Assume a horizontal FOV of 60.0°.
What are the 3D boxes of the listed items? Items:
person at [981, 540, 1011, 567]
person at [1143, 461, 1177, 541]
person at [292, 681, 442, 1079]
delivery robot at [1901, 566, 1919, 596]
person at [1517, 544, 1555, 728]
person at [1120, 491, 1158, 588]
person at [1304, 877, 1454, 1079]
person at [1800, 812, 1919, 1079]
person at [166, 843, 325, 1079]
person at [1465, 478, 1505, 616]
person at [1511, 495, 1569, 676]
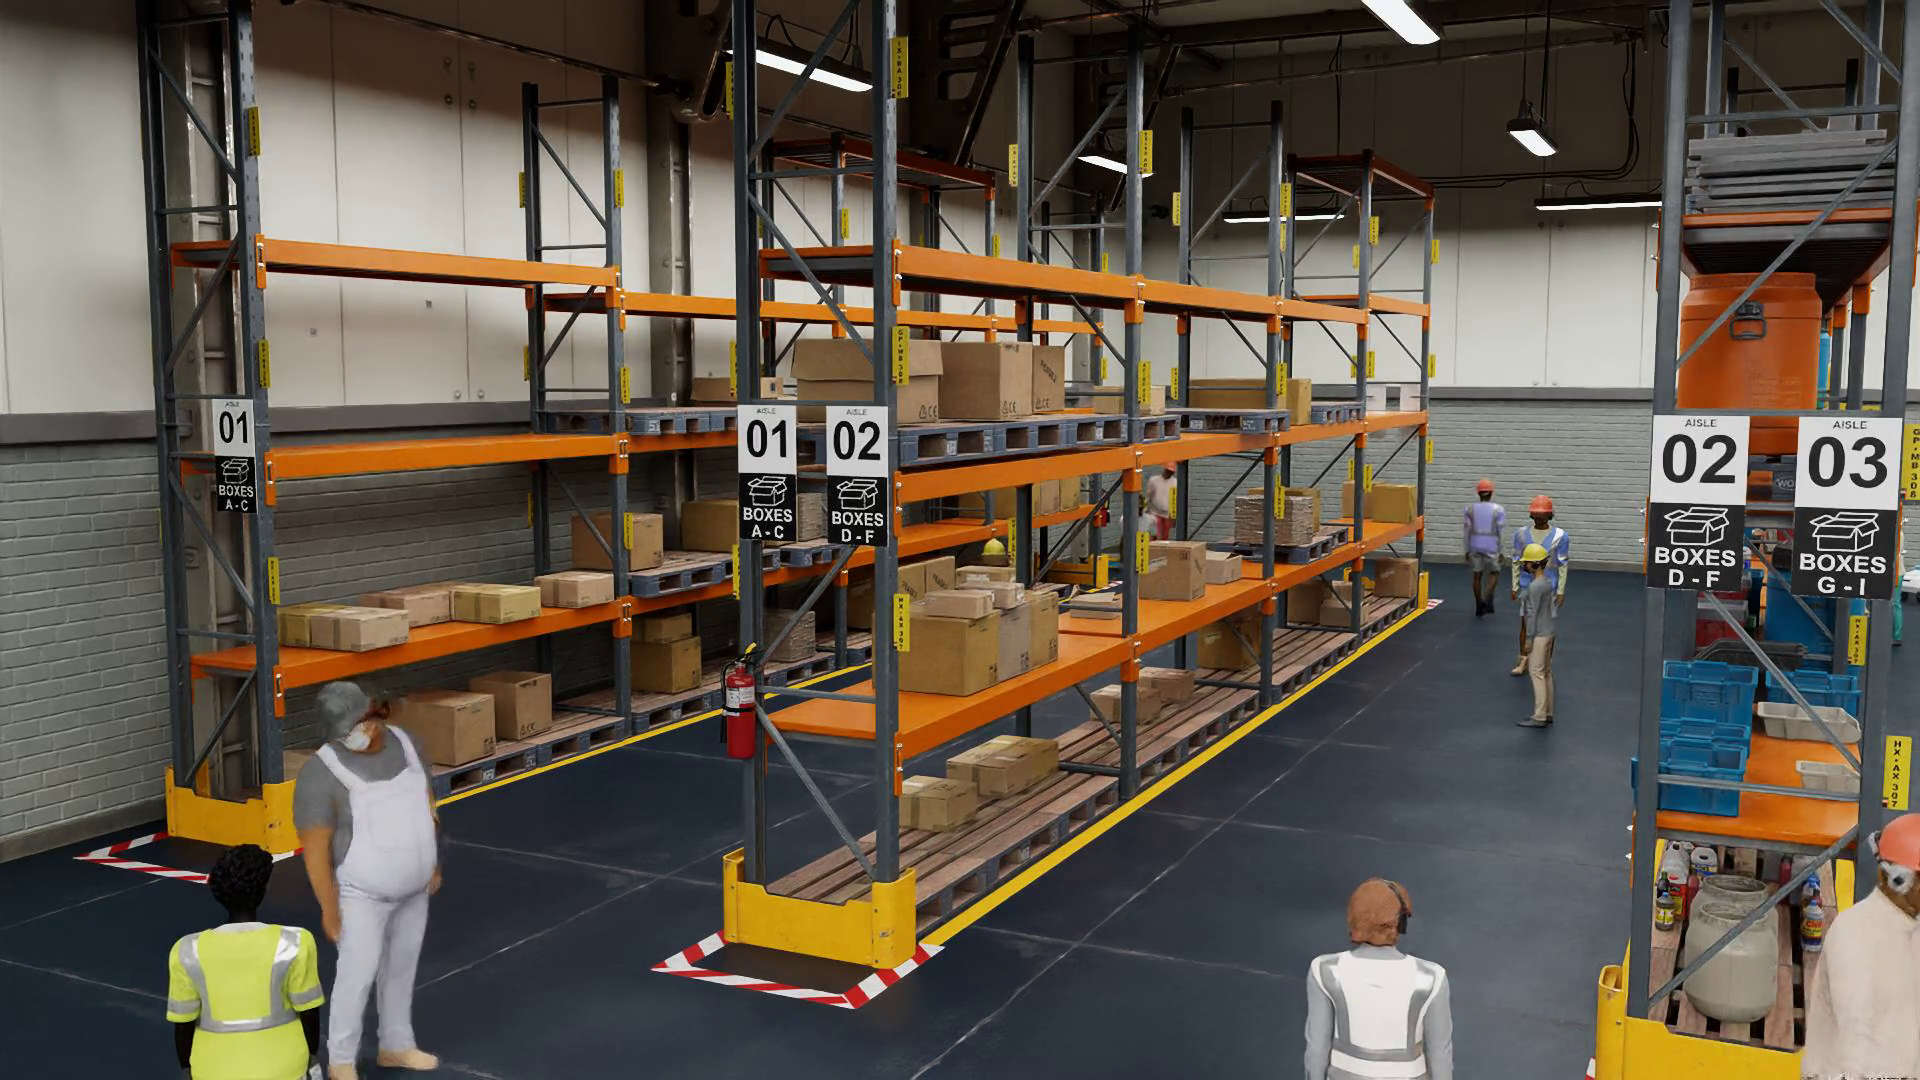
[{"bbox_3d":[0.349,0.867,16.546,0.315,1.734,0.485,3,7,28],"label":"person"},{"bbox_3d":[3.425,-0.427,28.236,0.672,1.913,1.011,1,6,6],"label":"person"},{"bbox_3d":[-2.769,1.598,7.943,0.536,2.000,0.720,4,7,32],"label":"person"},{"bbox_3d":[13.951,0.616,24.198,0.477,0.478,0.707,-3,7,-31],"label":"delivery robot"},{"bbox_3d":[5.517,0.916,15.960,0.350,1.759,0.522,4,7,32],"label":"person"},{"bbox_3d":[2.381,0.248,22.086,0.538,1.837,0.725,0,6,-1],"label":"person"},{"bbox_3d":[1.477,2.009,5.891,0.512,1.639,0.311,2,6,15],"label":"person"},{"bbox_3d":[3.074,1.873,5.578,0.682,1.972,0.591,-4,7,-36],"label":"person"},{"bbox_3d":[-2.603,1.957,6.106,0.534,1.697,0.322,-1,6,-11],"label":"person"},{"bbox_3d":[7.263,0.101,23.042,0.548,1.922,0.392,3,7,27],"label":"person"},{"bbox_3d":[6.416,0.515,18.449,0.607,2.048,0.365,4,7,33],"label":"person"}]
